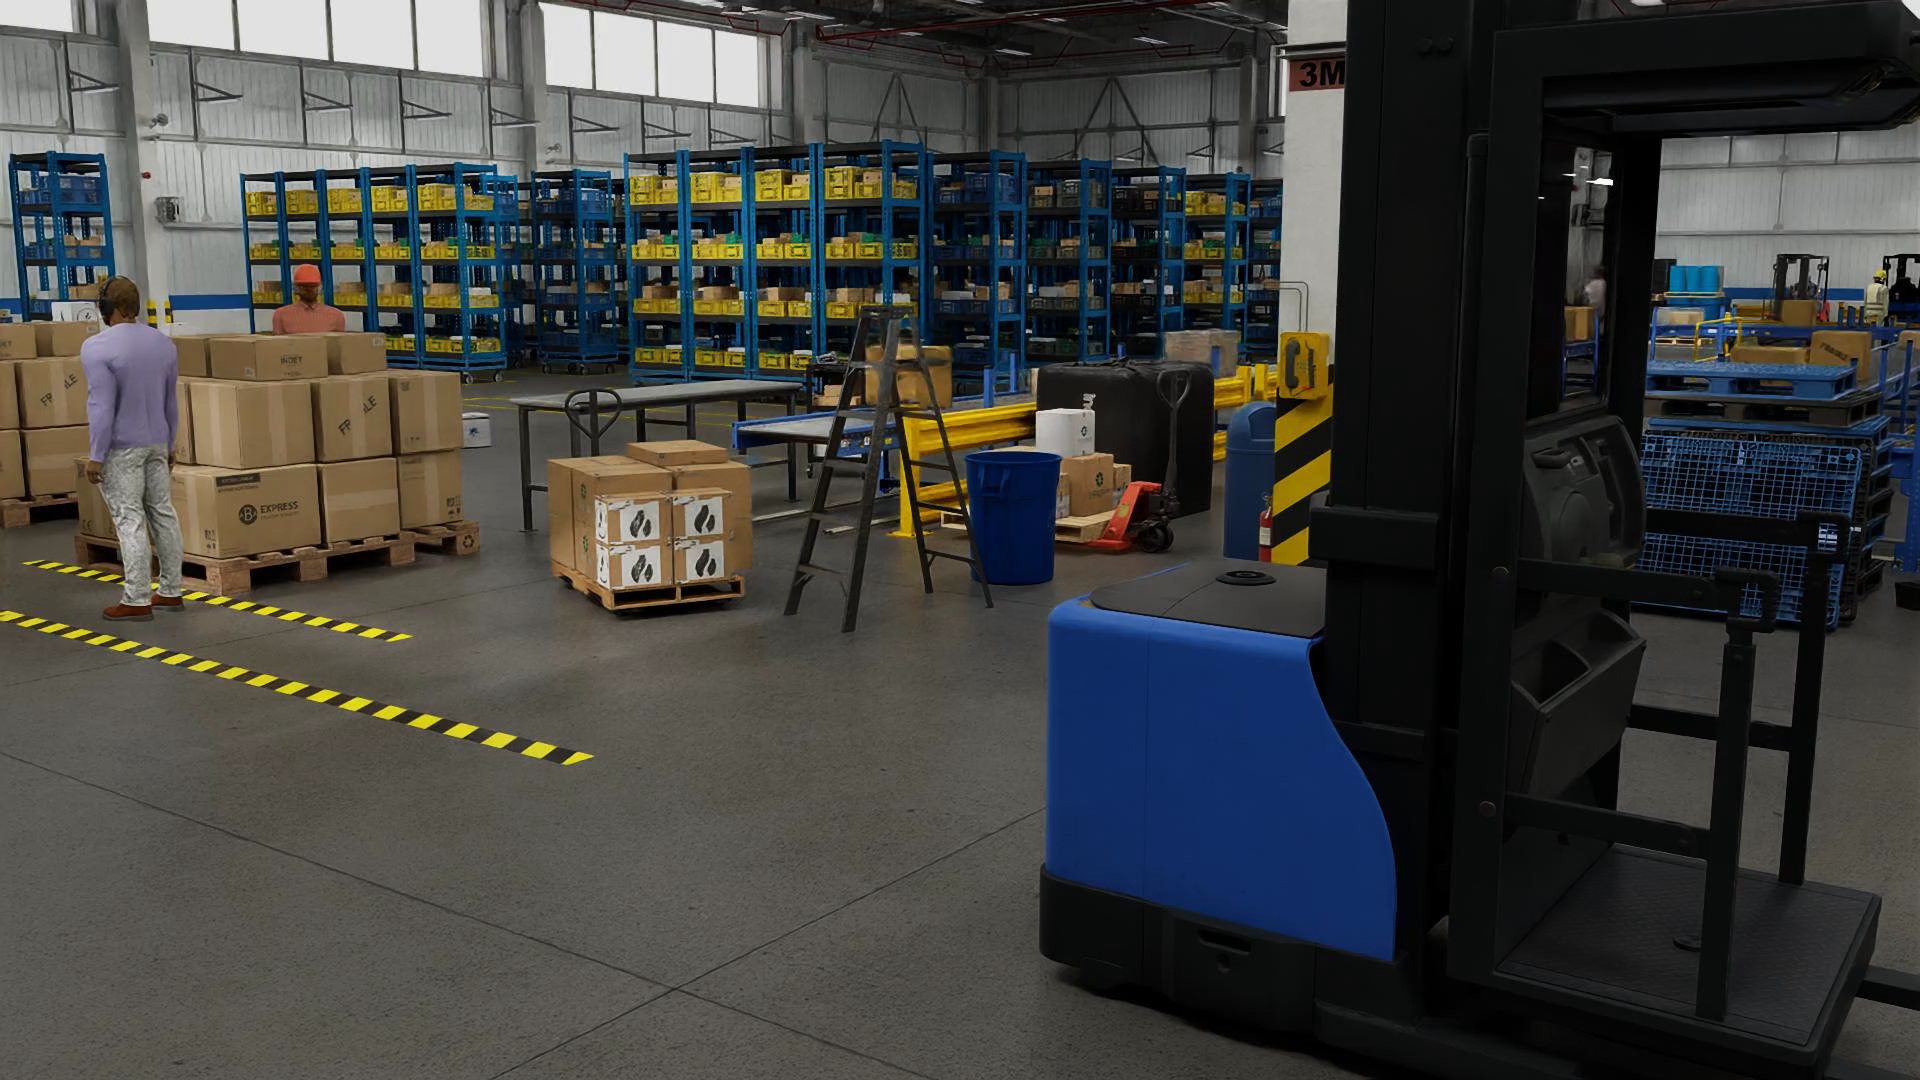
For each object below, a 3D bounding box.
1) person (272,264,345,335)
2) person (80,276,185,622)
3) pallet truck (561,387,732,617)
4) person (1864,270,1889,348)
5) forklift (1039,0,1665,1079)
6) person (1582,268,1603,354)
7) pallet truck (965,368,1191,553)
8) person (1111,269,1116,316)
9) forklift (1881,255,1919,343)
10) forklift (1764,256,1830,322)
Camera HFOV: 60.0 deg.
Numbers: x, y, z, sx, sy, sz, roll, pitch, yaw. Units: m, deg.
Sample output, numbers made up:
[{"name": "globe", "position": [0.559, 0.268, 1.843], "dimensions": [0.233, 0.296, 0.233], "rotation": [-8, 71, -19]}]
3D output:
[{"name": "person", "position": [-5.605, -1.380, 14.390], "dimensions": [0.612, 1.997, 0.375], "rotation": [-5, 11, -30]}, {"name": "person", "position": [-4.661, -0.509, 9.373], "dimensions": [0.357, 1.938, 0.638], "rotation": [3, 10, 16]}, {"name": "pallet truck", "position": [-1.981, -0.274, 10.088], "dimensions": [0.680, 1.201, 1.601], "rotation": [-5, 11, -28]}, {"name": "person", "position": [19.427, -4.797, 35.228], "dimensions": [0.404, 1.832, 0.589], "rotation": [-3, 10, -18]}, {"name": "forklift", "position": [1.249, -0.137, 4.360], "dimensions": [1.873, 2.768, 1.129], "rotation": [7, 12, 35]}, {"name": "person", "position": [13.831, -4.961, 36.100], "dimensions": [0.651, 1.876, 0.902], "rotation": [8, 12, 39]}, {"name": "pallet truck", "position": [0.845, -0.609, 11.869], "dimensions": [1.630, 1.274, 0.653], "rotation": [7, 12, 35]}, {"name": "person", "position": [3.678, -5.683, 40.487], "dimensions": [0.564, 1.838, 0.390], "rotation": [-9, 13, -43]}, {"name": "forklift", "position": [22.089, -5.634, 38.796], "dimensions": [1.157, 1.987, 2.680], "rotation": [6, 11, 33]}, {"name": "forklift", "position": [20.253, -5.854, 40.139], "dimensions": [1.157, 1.987, 2.680], "rotation": [7, 12, 35]}]
